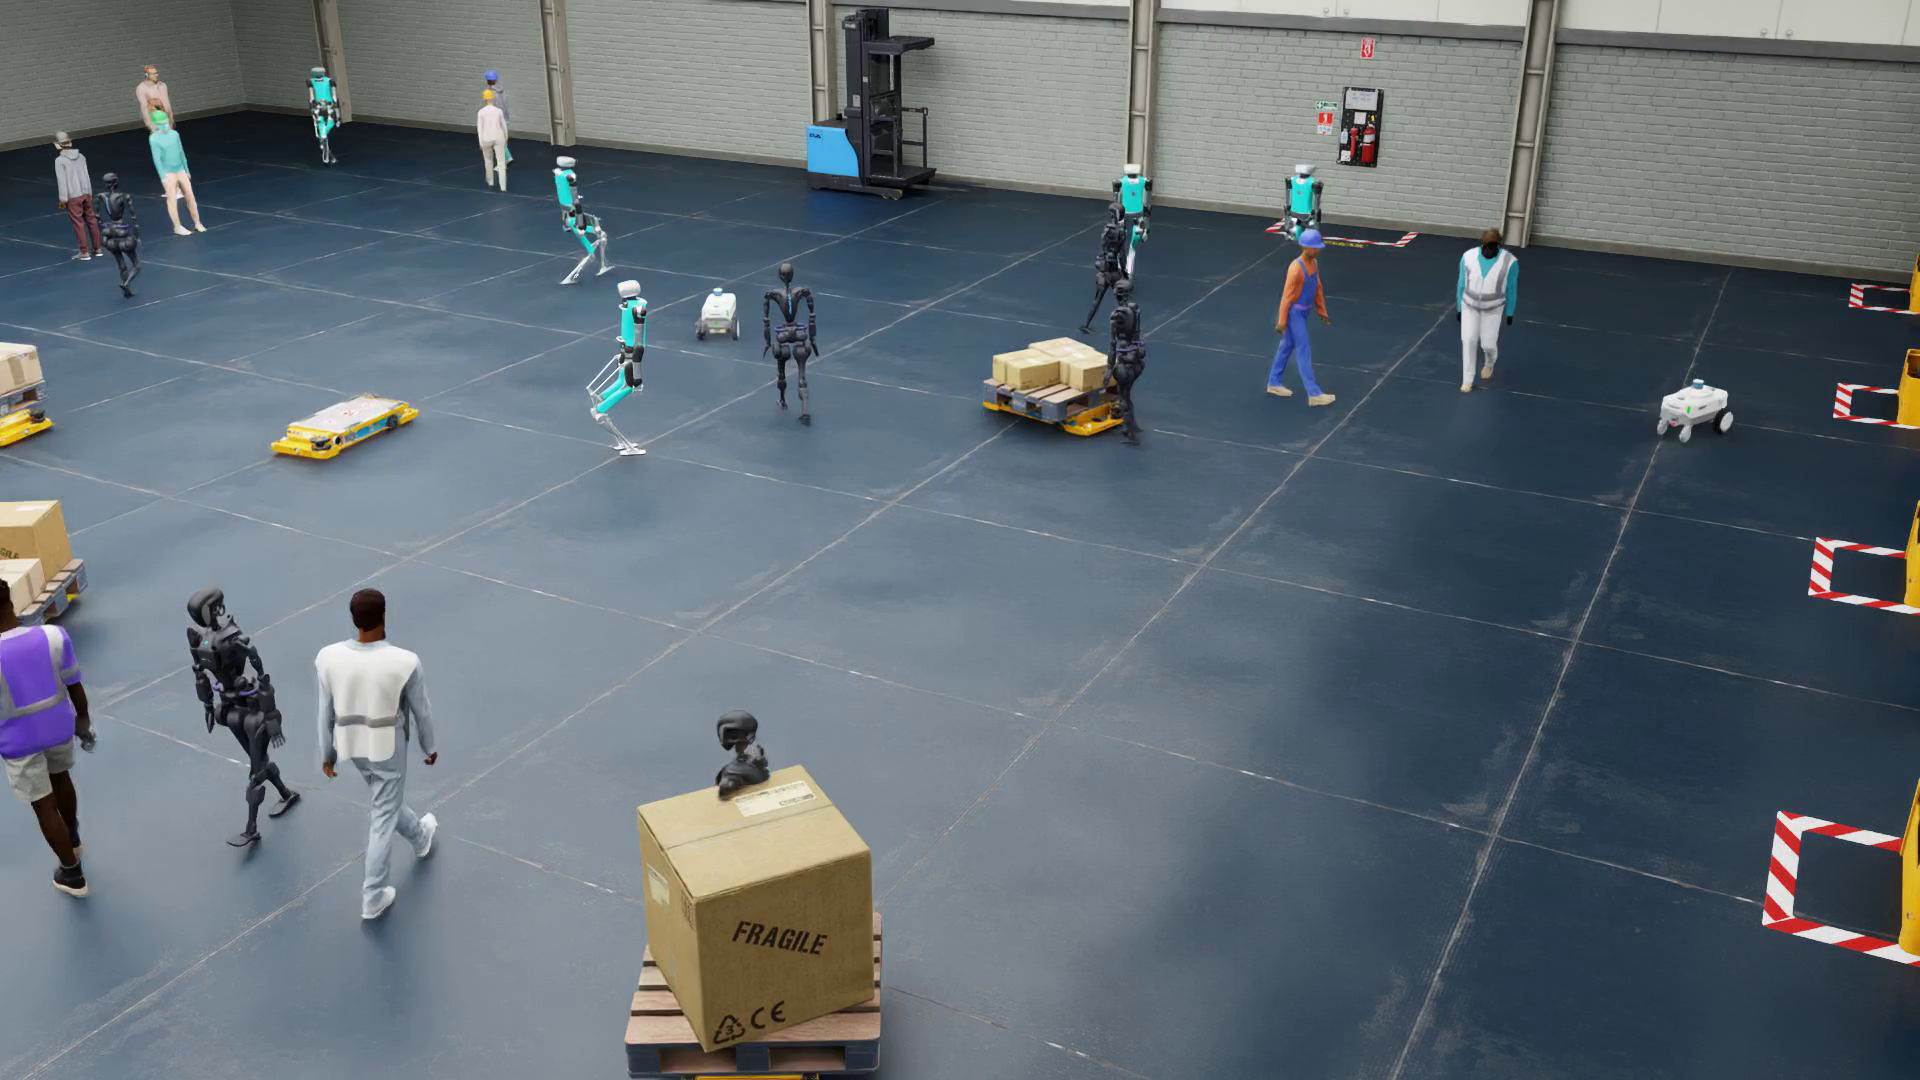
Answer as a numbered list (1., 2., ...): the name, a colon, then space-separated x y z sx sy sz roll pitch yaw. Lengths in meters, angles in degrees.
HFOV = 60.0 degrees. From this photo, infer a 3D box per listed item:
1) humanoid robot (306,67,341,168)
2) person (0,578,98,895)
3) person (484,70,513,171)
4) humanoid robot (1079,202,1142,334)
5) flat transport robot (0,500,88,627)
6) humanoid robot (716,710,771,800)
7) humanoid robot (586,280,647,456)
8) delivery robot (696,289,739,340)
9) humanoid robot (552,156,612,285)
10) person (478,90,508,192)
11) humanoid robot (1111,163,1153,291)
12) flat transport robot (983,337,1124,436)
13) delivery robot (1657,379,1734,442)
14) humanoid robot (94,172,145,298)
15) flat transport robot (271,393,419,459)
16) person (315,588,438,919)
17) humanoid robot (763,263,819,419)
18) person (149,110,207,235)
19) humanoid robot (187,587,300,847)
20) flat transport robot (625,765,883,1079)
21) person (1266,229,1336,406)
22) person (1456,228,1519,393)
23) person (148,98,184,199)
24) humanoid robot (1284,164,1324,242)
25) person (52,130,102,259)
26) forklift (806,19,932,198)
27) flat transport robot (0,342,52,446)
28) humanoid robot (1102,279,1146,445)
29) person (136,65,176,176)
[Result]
1. humanoid robot: -11.514 -7.567 29.962 0.531 1.778 0.999 0 23 0
2. person: -5.371 1.087 9.534 0.831 1.922 0.605 15 27 31
3. person: -8.265 -7.473 29.653 0.425 1.762 0.564 7 24 16
4. humanoid robot: 1.834 -3.253 20.004 0.777 1.622 0.601 15 27 31
5. flat transport robot: -7.420 0.639 12.675 0.659 0.231 1.431 -2 23 -4
6. humanoid robot: -1.034 1.646 8.543 0.407 1.639 0.606 6 24 14
7. humanoid robot: -3.319 -1.623 15.912 0.735 1.677 0.533 -10 25 -21
8. delivery robot: -2.923 -2.728 20.174 0.499 0.612 0.796 0 23 -1
9. humanoid robot: -4.989 -4.301 22.373 1.019 1.771 0.537 -18 29 -36
10. person: -7.906 -6.780 28.183 0.480 1.661 0.825 -7 24 -15
11. humanoid robot: 2.191 -4.050 21.867 0.544 1.875 0.765 -3 23 -7
12. flat transport robot: 0.994 -1.396 17.413 1.431 0.231 0.659 20 30 39
13. delivery robot: 7.476 -1.337 16.917 0.784 0.599 0.499 -15 28 -31
14. humanoid robot: -10.932 -3.920 21.521 0.601 1.644 0.498 3 23 6
15. flat transport robot: -6.221 -1.160 16.864 0.659 0.231 1.431 9 25 20
16. person: -3.280 1.153 9.462 0.600 1.849 0.970 4 24 9
17. humanoid robot: -1.754 -2.074 17.276 0.583 1.625 0.804 -6 24 -14
18. person: -11.817 -5.524 25.005 0.439 1.859 0.528 17 29 35
19. humanoid robot: -4.353 1.027 10.016 0.610 1.627 0.702 9 25 20
20. flat transport robot: -0.999 2.450 8.460 0.659 0.231 1.431 -1 23 -1
21. person: 3.693 -2.368 17.650 0.921 1.864 0.531 14 27 29
22. person: 5.707 -2.517 18.079 0.633 1.815 0.561 12 26 26
23. person: -13.123 -6.462 27.466 0.313 1.639 0.514 -20 30 -38
24. humanoid robot: 4.560 -4.086 21.798 0.545 1.728 0.975 19 30 37
25. person: -12.555 -4.894 23.607 0.379 1.806 0.541 8 25 19
26. forklift: -1.573 -7.292 27.850 1.873 2.768 1.129 12 26 25
27. flat transport robot: -10.108 -1.199 16.955 1.431 0.231 0.659 7 24 15
28. humanoid robot: 1.669 -1.765 16.496 0.380 1.645 0.585 15 27 31
29. person: -14.065 -7.368 29.244 0.414 1.908 0.642 8 25 18
